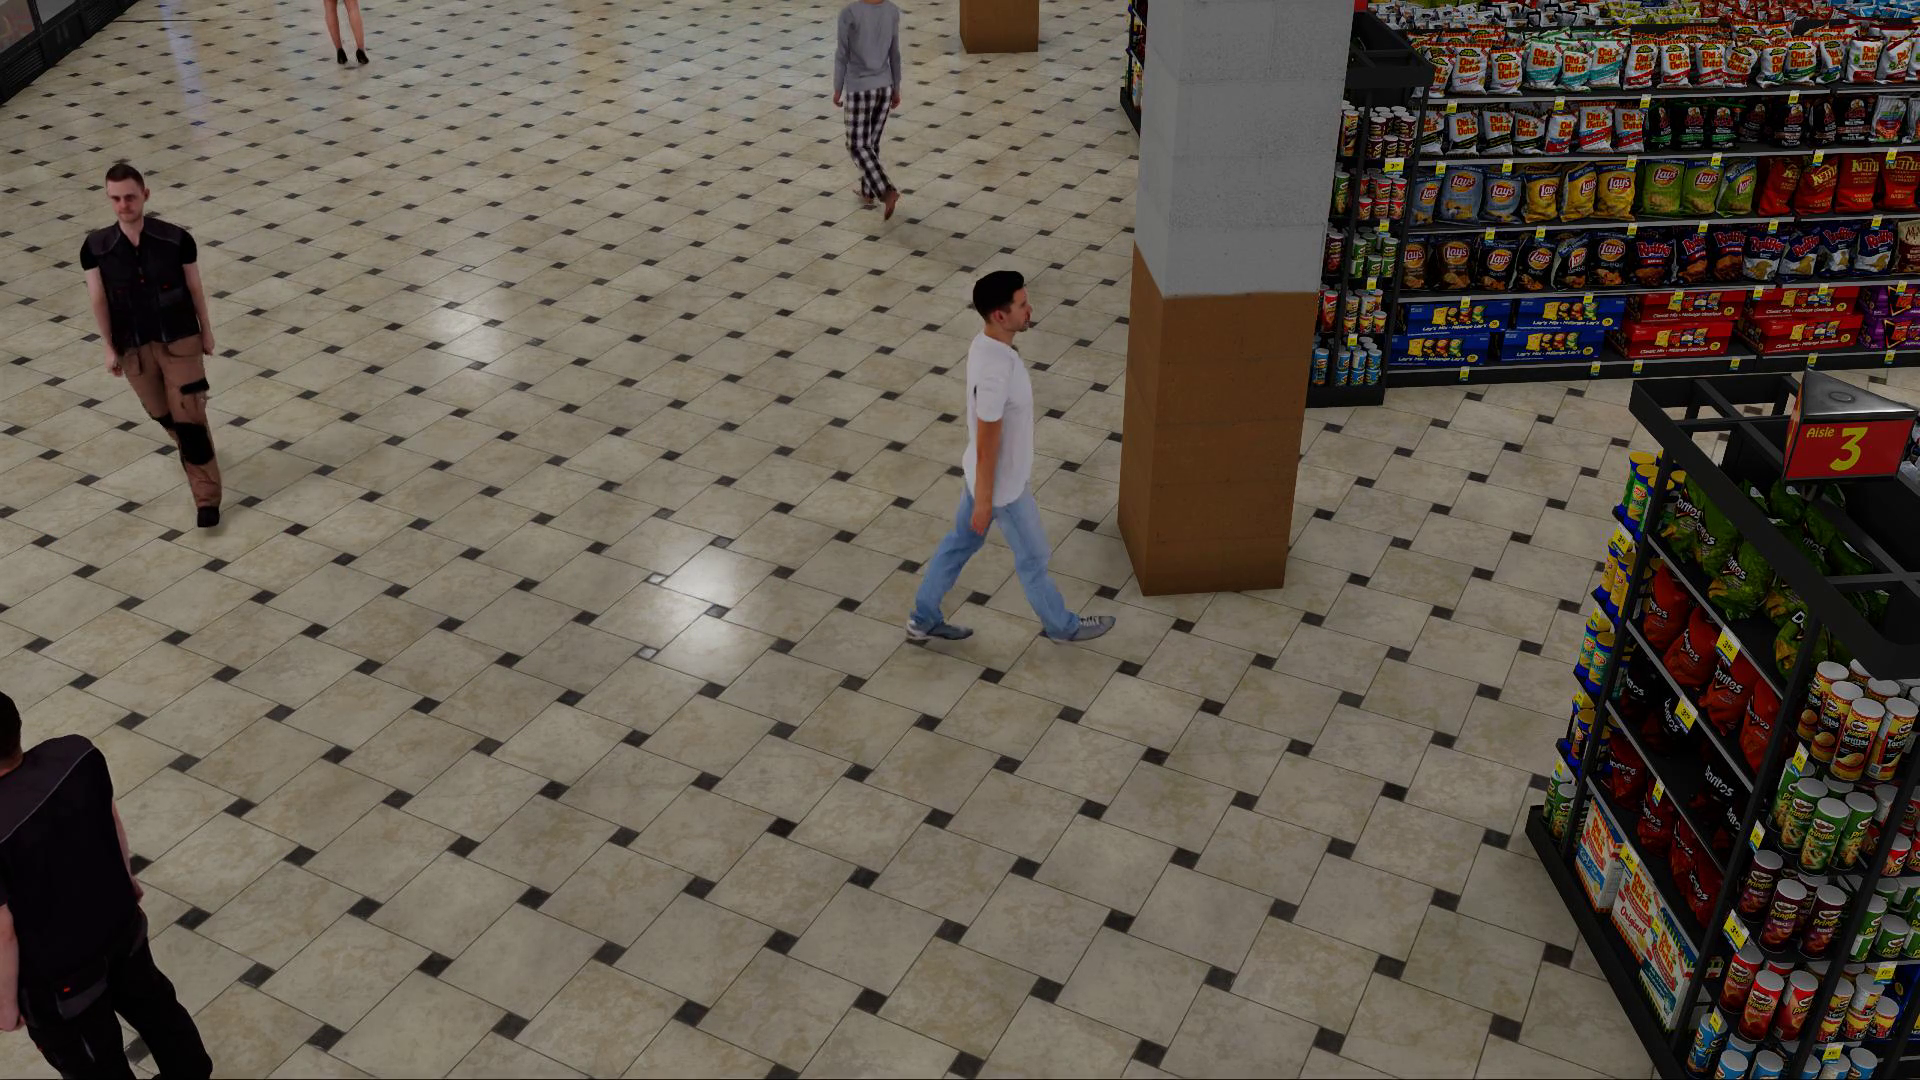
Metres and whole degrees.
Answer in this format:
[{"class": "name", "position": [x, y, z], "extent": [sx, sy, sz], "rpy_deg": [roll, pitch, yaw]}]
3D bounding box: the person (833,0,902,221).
[{"class": "person", "position": [-0.623, -3.186, 11.872], "extent": [1.074, 1.821, 0.994], "rpy_deg": [-18, 36, -27]}]

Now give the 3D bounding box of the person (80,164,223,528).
[{"class": "person", "position": [-4.053, -1.027, 8.421], "extent": [1.173, 1.802, 0.879], "rpy_deg": [-8, 33, -12]}]

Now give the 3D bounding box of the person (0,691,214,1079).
[{"class": "person", "position": [-2.572, 1.175, 4.841], "extent": [0.728, 1.845, 0.798], "rpy_deg": [8, 33, 13]}]

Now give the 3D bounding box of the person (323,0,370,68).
[{"class": "person", "position": [-5.722, -5.221, 15.213], "extent": [0.503, 1.748, 0.692], "rpy_deg": [-7, 33, -12]}]

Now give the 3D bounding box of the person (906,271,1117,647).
[{"class": "person", "position": [0.075, -0.268, 7.187], "extent": [1.158, 1.816, 0.673], "rpy_deg": [-3, 32, -5]}]
